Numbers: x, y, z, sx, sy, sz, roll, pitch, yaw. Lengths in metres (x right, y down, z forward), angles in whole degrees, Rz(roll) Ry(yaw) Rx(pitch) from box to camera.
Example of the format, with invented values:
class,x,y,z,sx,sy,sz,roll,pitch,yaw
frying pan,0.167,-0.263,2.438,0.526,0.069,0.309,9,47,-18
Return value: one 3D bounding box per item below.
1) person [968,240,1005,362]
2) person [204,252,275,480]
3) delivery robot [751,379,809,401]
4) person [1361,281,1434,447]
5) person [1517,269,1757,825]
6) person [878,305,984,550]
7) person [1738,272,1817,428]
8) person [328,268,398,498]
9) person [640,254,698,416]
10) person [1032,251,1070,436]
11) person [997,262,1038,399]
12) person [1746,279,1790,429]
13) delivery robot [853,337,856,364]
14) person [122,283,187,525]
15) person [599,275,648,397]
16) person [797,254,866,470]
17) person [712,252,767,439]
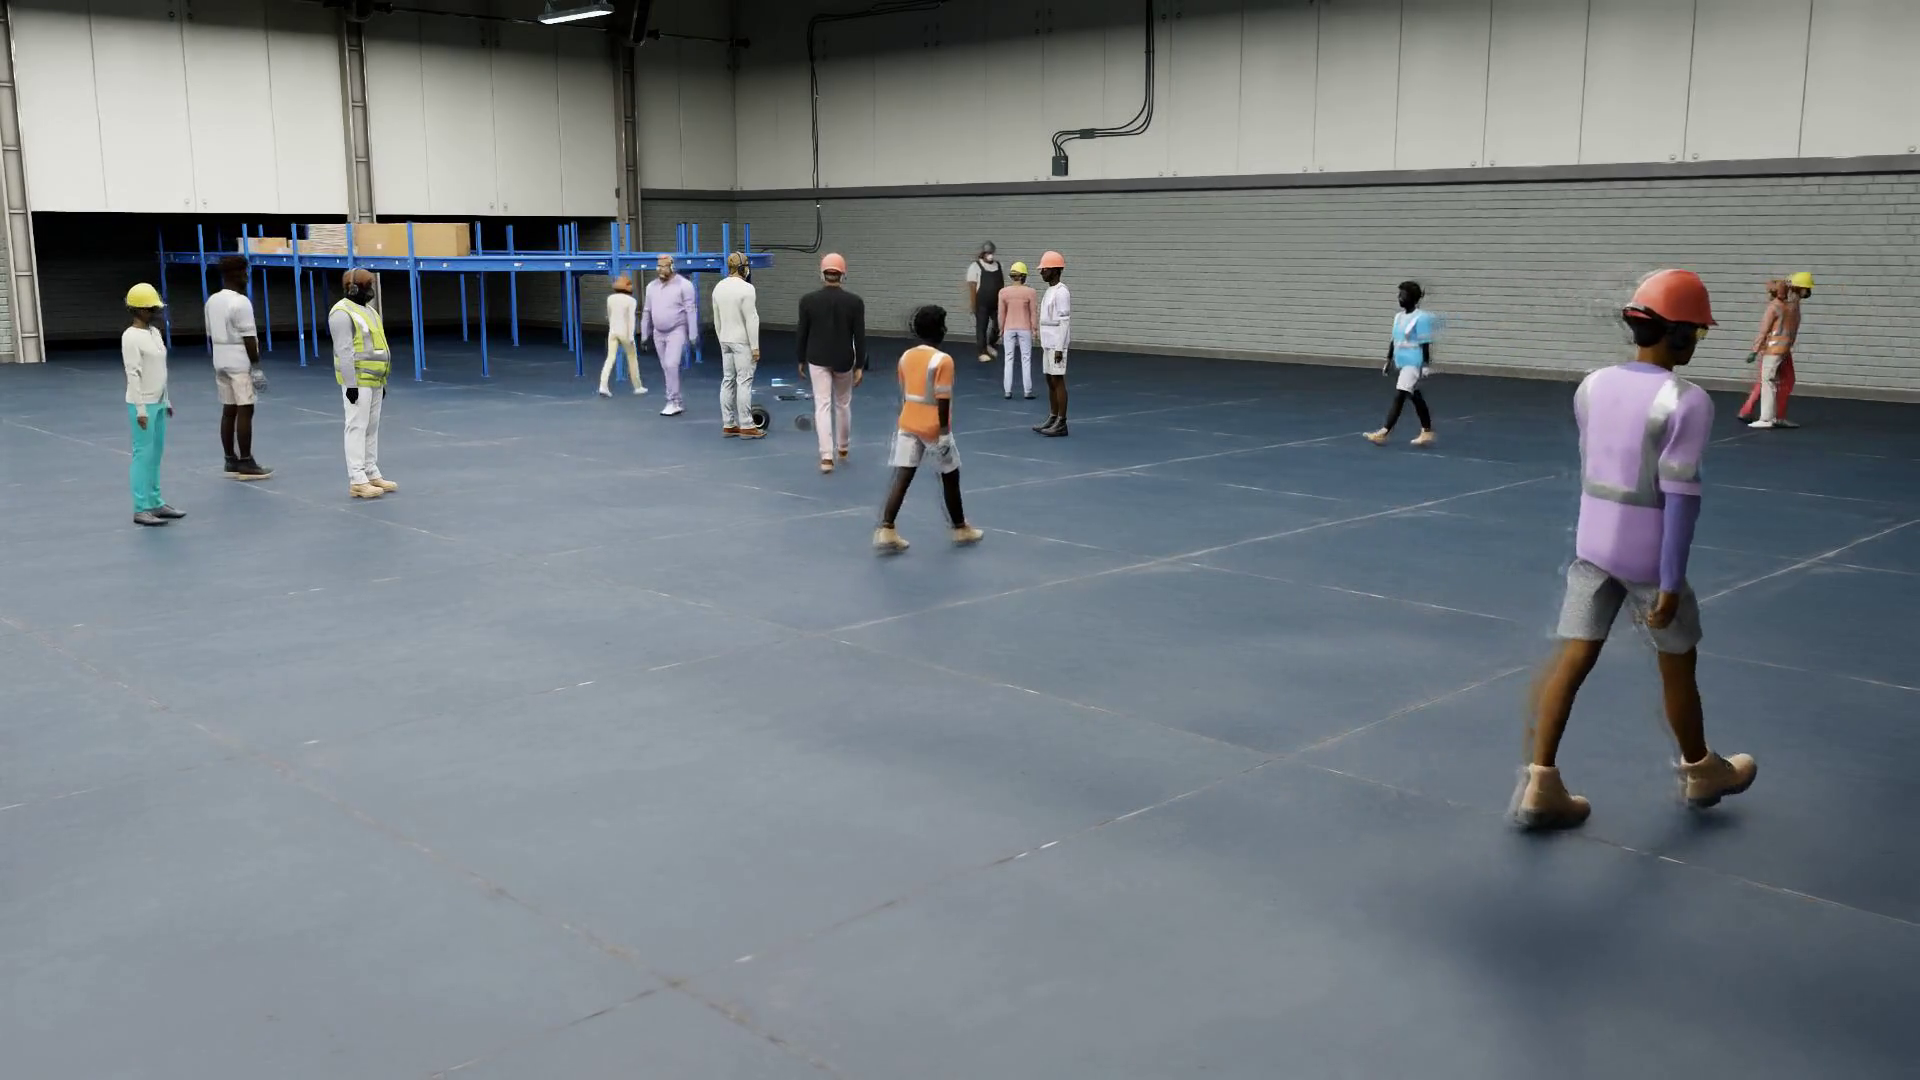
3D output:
class,x,y,z,sx,sy,sz,roll,pitch,yaw
person,0.483,-4.015,28.040,0.686,2.000,0.539,-5,11,-24
person,-6.312,-1.522,14.534,0.611,1.963,0.362,8,13,35
delivery robot,-2.015,-1.654,18.252,0.698,0.223,0.335,-2,11,-11
person,4.409,-1.746,16.597,0.876,1.643,0.545,-3,11,-14
person,2.461,0.035,5.984,1.038,1.989,0.635,-5,11,-25
person,-0.223,-0.754,11.208,0.857,1.652,0.540,-10,14,-42
person,9.064,-2.116,18.477,0.694,1.712,0.530,5,12,26
person,-4.873,-1.290,13.607,0.429,1.844,0.627,0,10,2
person,-3.470,-2.386,19.451,0.680,1.880,0.754,5,12,26
person,0.977,-2.086,17.680,0.356,1.936,0.551,-3,11,-14
person,0.751,-2.711,21.567,0.527,1.765,0.329,3,11,14
person,8.910,-2.038,18.274,0.374,1.631,0.542,9,14,41
delivery robot,-1.695,-2.983,26.209,0.477,0.478,0.707,-1,10,-3
person,-5.968,-1.002,12.282,0.331,1.755,0.580,-1,10,-4
person,-4.486,-2.695,21.960,0.497,1.587,0.854,5,11,23
person,-1.179,-1.636,15.224,0.609,1.940,1.030,-1,10,-8
person,-2.320,-2.041,17.435,0.630,1.940,0.372,9,14,41
